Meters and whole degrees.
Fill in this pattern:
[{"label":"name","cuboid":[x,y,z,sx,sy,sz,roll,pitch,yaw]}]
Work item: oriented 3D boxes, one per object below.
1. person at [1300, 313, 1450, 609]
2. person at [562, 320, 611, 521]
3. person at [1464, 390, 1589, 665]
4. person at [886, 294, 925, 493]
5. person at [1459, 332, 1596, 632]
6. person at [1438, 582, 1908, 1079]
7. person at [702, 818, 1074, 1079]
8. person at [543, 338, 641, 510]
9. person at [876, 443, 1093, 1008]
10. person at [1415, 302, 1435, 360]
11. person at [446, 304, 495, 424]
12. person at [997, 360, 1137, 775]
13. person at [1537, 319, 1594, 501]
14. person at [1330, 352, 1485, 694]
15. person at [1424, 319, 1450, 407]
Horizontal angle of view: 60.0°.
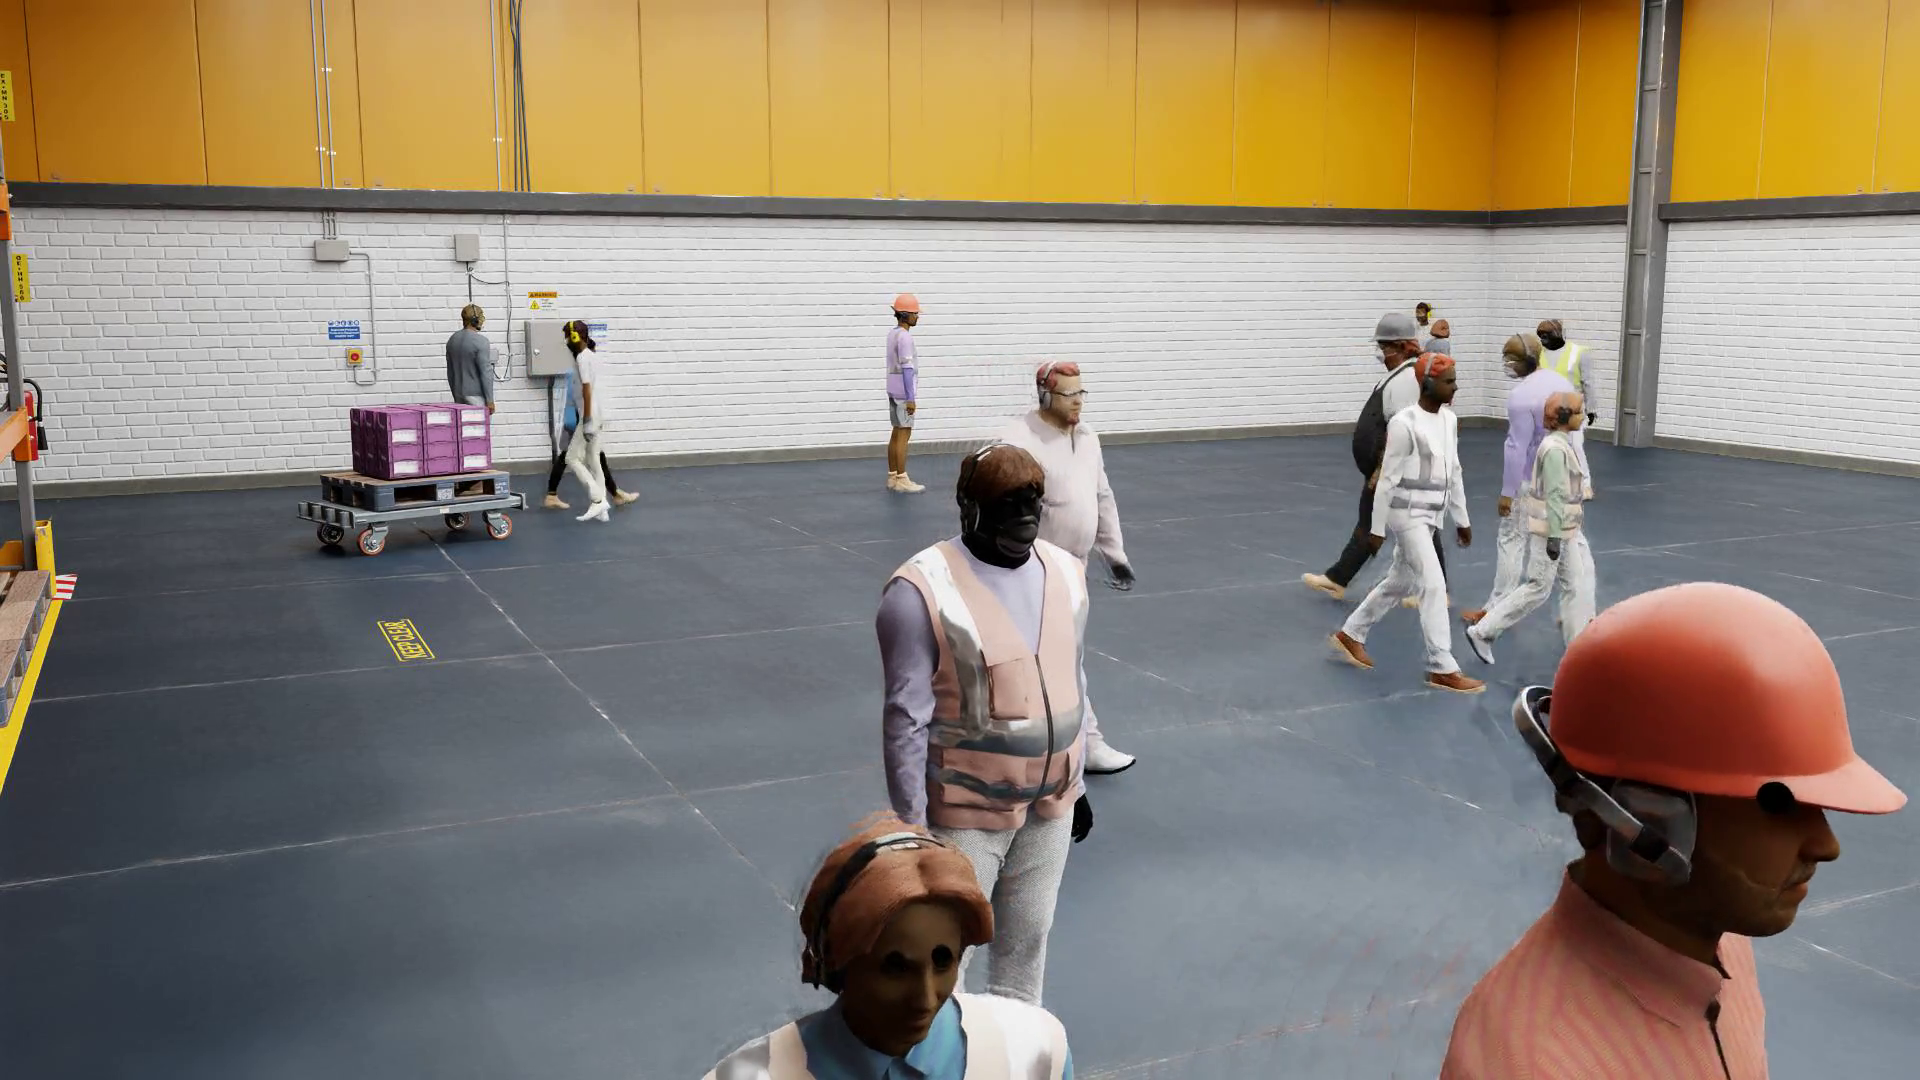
[{"label":"person","cuboid":[2.847,-0.546,11.170,1.011,2.000,0.702,1,9,6]},{"label":"person","cuboid":[-3.392,-1.070,15.071,0.460,1.830,0.570,1,9,5]},{"label":"person","cuboid":[3.315,-0.053,9.435,0.748,1.610,0.523,4,10,25]},{"label":"person","cuboid":[-0.557,-1.506,17.123,0.388,2.041,0.615,-3,10,-17]},{"label":"person","cuboid":[3.599,-0.343,10.388,0.675,1.882,0.795,-8,12,-40]},{"label":"person","cuboid":[0.686,1.016,1.682,0.436,1.977,0.615,6,11,32]},{"label":"person","cuboid":[-0.093,1.126,2.058,0.542,1.621,0.391,-3,10,-19]},{"label":"person","cuboid":[-3.551,-1.095,15.789,0.919,1.635,0.534,-4,10,-24]},{"label":"person","cuboid":[0.096,0.667,4.261,0.633,1.841,0.429,-6,11,-35]},{"label":"person","cuboid":[6.466,-2.363,23.020,0.478,1.858,0.515,-6,11,-33]},{"label":"person","cuboid":[-5.044,-1.471,17.224,0.635,1.937,0.352,7,11,36]},{"label":"person","cuboid":[0.513,0.123,7.584,0.933,1.862,0.642,7,11,37]},{"label":"person","cuboid":[5.921,-1.283,16.501,0.668,1.802,0.437,7,11,36]},{"label":"person","cuboid":[2.474,-0.124,9.192,0.967,1.844,0.587,8,12,41]},{"label":"person","cuboid":[6.411,-2.137,22.299,0.279,1.634,0.497,-3,10,-19]}]
